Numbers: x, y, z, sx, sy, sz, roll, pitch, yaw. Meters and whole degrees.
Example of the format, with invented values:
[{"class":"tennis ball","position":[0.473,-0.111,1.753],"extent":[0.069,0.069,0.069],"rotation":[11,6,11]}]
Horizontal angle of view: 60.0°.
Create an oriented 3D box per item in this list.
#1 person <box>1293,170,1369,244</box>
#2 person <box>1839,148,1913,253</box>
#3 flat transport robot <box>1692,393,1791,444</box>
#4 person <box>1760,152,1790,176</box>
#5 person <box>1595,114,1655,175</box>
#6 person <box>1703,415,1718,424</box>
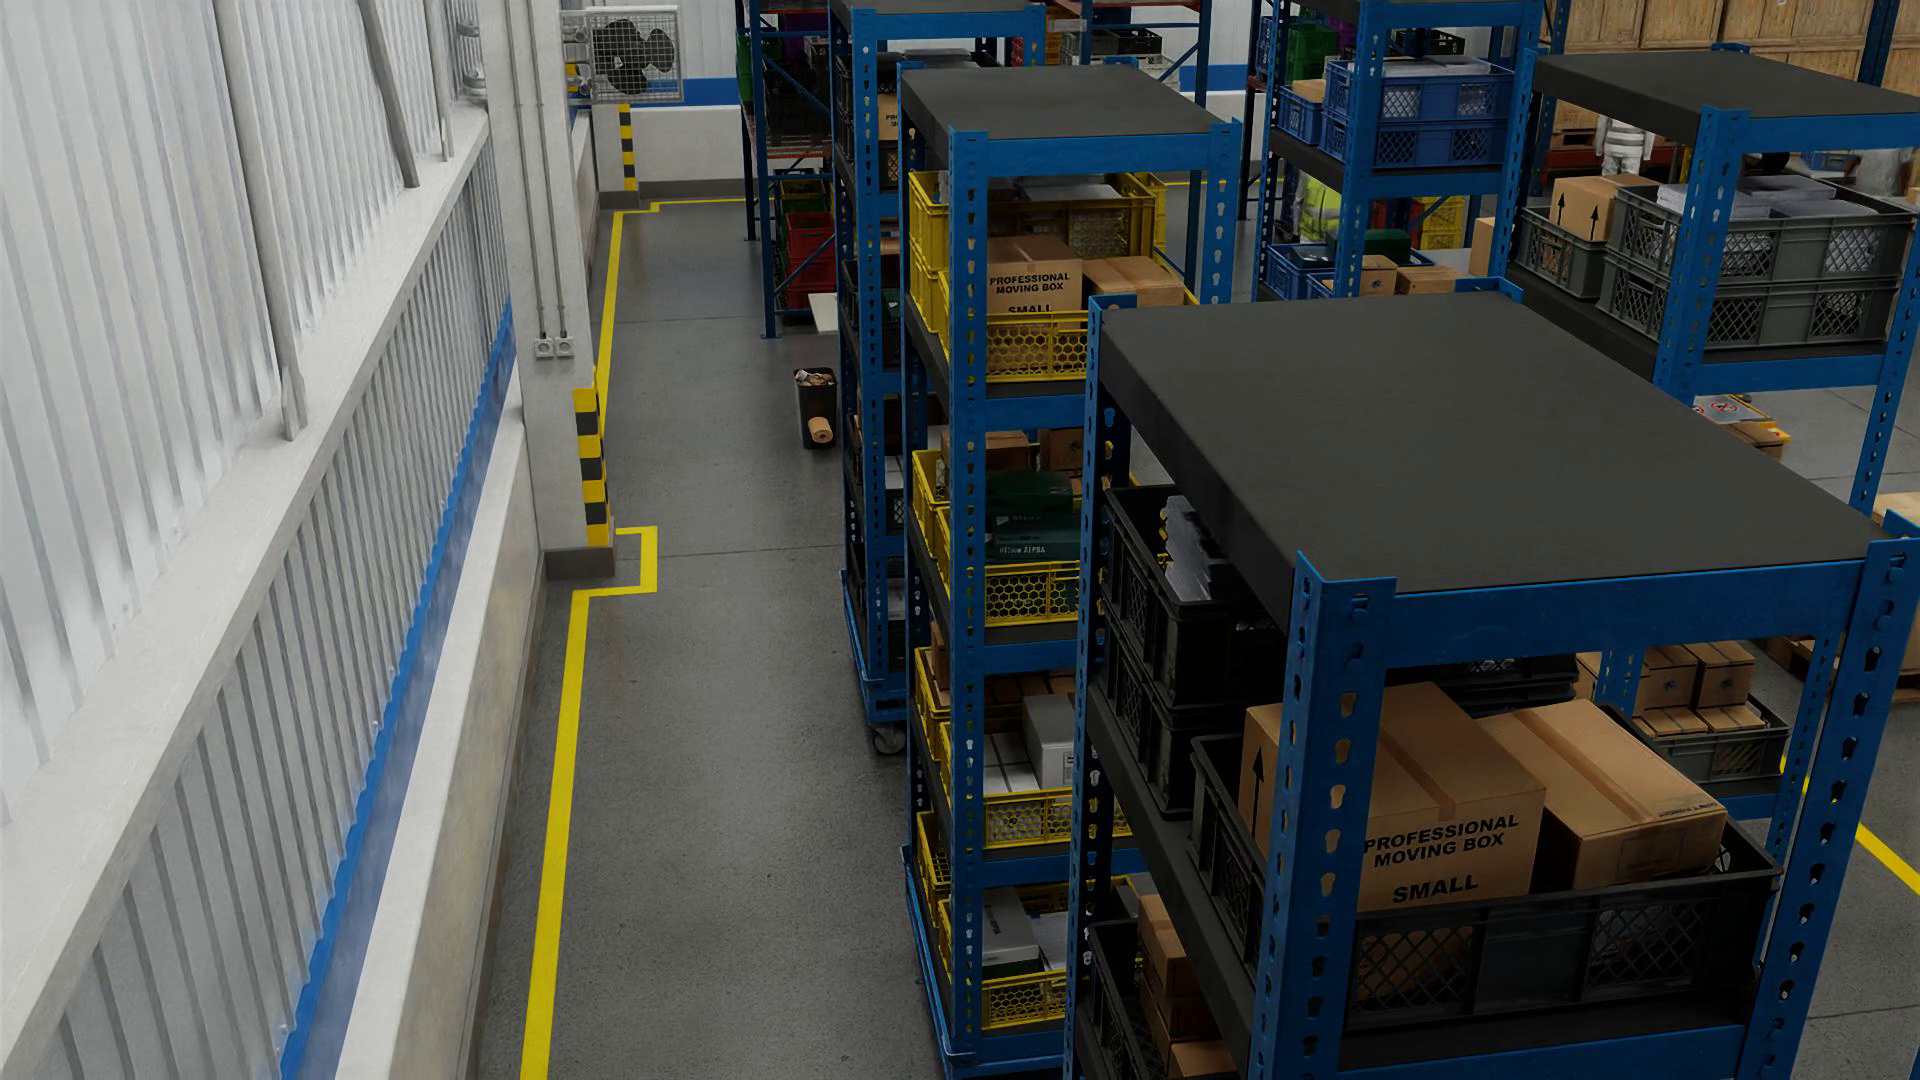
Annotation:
[{"class":"person","position":[3.086,-2.572,13.994],"extent":[0.627,1.840,0.429],"rotation":[14,28,28]},{"class":"person","position":[8.354,-3.173,15.297],"extent":[0.422,1.845,0.568],"rotation":[-17,29,-32]},{"class":"flat transport robot","position":[5.224,-0.859,12.132],"extent":[1.431,0.197,0.652],"rotation":[-4,25,-8]},{"class":"person","position":[6.735,-2.490,13.986],"extent":[0.321,1.693,0.530],"rotation":[18,30,35]},{"class":"person","position":[6.739,-3.932,16.898],"extent":[0.573,1.883,0.355],"rotation":[19,31,35]},{"class":"person","position":[3.382,-0.008,8.235],"extent":[0.612,1.995,0.393],"rotation":[-9,26,-19]}]
